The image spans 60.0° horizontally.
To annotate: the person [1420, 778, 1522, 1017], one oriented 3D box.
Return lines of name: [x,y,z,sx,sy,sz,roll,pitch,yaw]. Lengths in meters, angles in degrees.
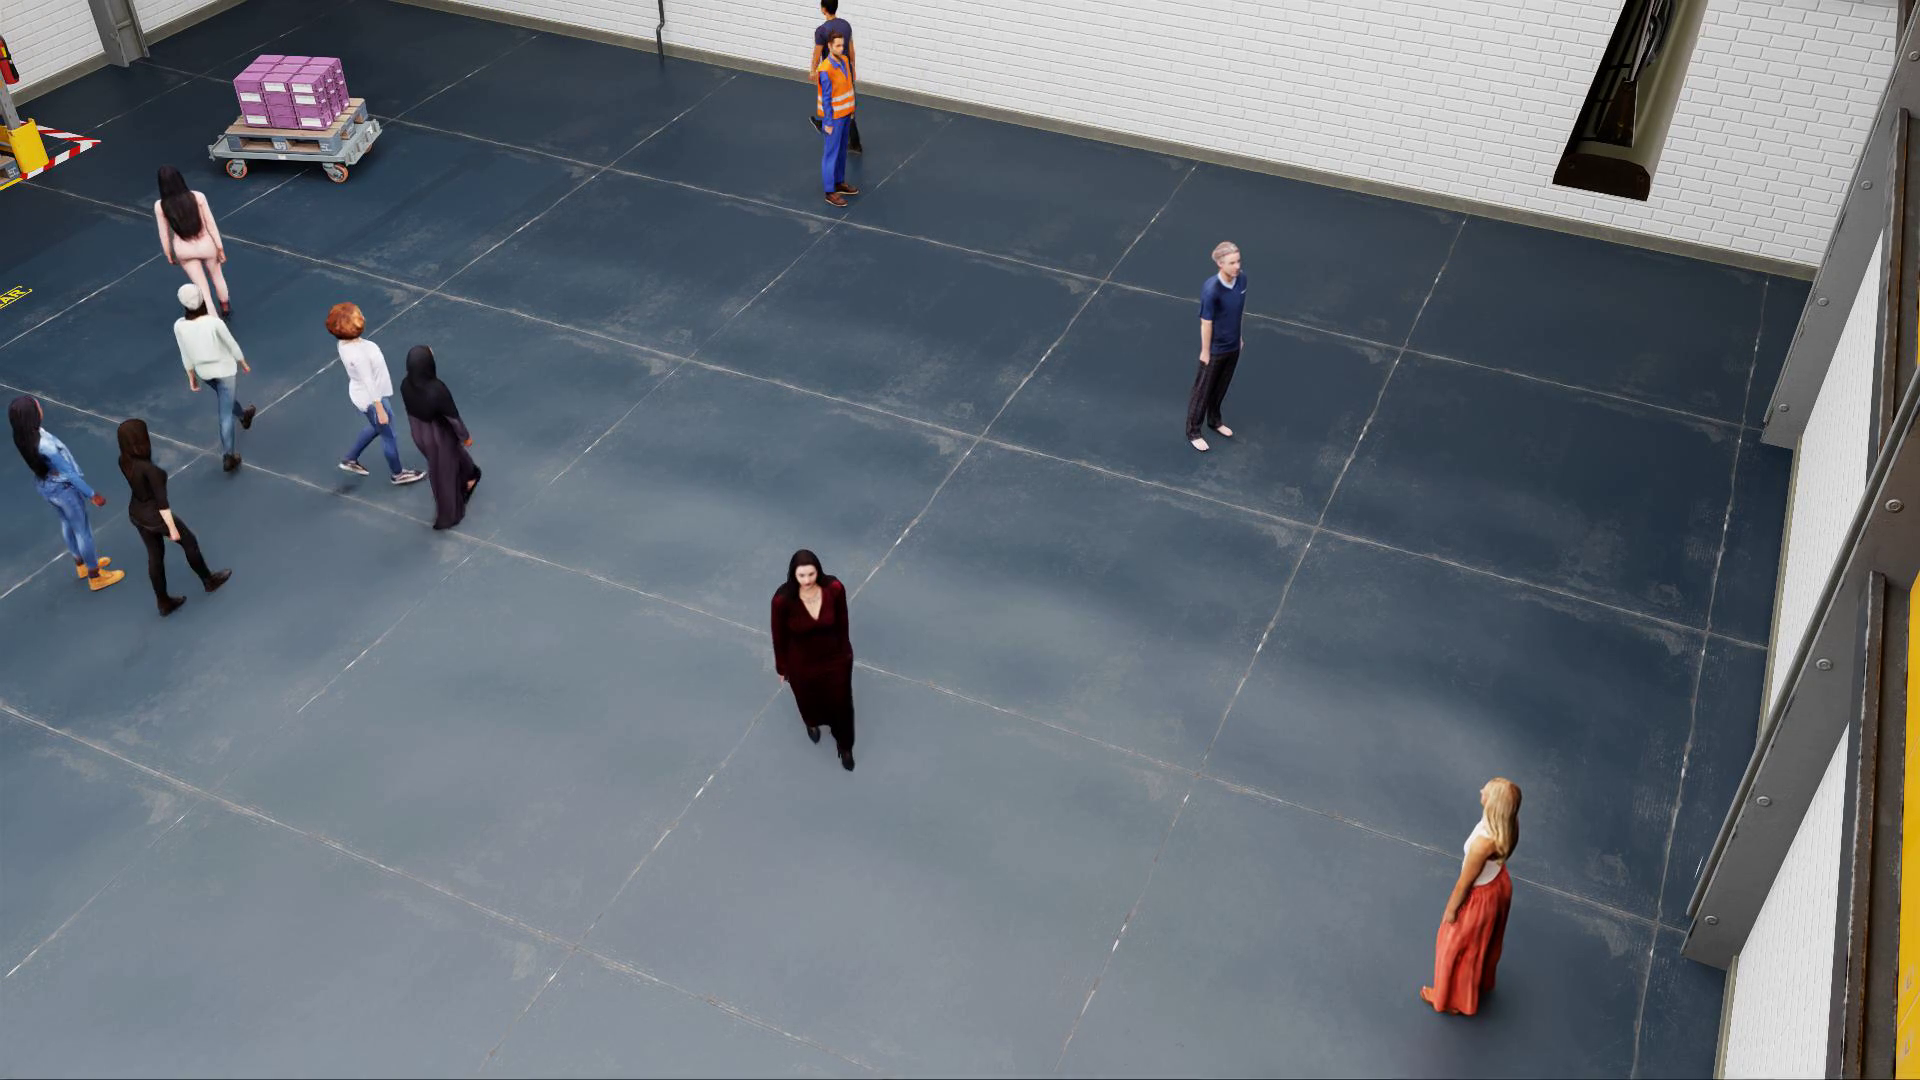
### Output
person: [2.939,2.010,9.400,0.746,1.799,0.612,28,47,31]

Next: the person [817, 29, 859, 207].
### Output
person: [-1.293,-4.445,17.433,0.734,1.862,0.523,15,41,18]

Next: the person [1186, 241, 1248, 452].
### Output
person: [2.163,-1.646,13.920,0.640,1.871,0.793,-28,46,-31]

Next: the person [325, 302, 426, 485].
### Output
person: [-4.848,-1.132,13.420,0.999,1.693,0.910,-19,42,-22]

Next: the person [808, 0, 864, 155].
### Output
person: [-1.311,-5.094,18.349,0.932,1.733,1.141,30,47,32]

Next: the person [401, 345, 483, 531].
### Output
person: [-4.165,-0.795,13.066,0.659,1.609,0.939,19,43,23]

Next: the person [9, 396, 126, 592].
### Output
person: [-6.724,-0.320,12.392,0.671,1.707,0.637,25,45,28]

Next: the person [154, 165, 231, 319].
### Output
person: [-6.989,-2.593,15.244,0.992,1.700,1.017,-17,42,-20]

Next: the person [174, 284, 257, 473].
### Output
person: [-6.153,-1.330,13.745,0.914,1.597,1.212,0,39,0]

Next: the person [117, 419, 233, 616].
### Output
person: [-5.971,-0.114,12.202,0.607,1.622,0.805,16,41,19]

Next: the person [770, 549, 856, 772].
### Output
person: [-0.994,0.696,11.097,0.965,1.736,1.039,-10,40,-12]
